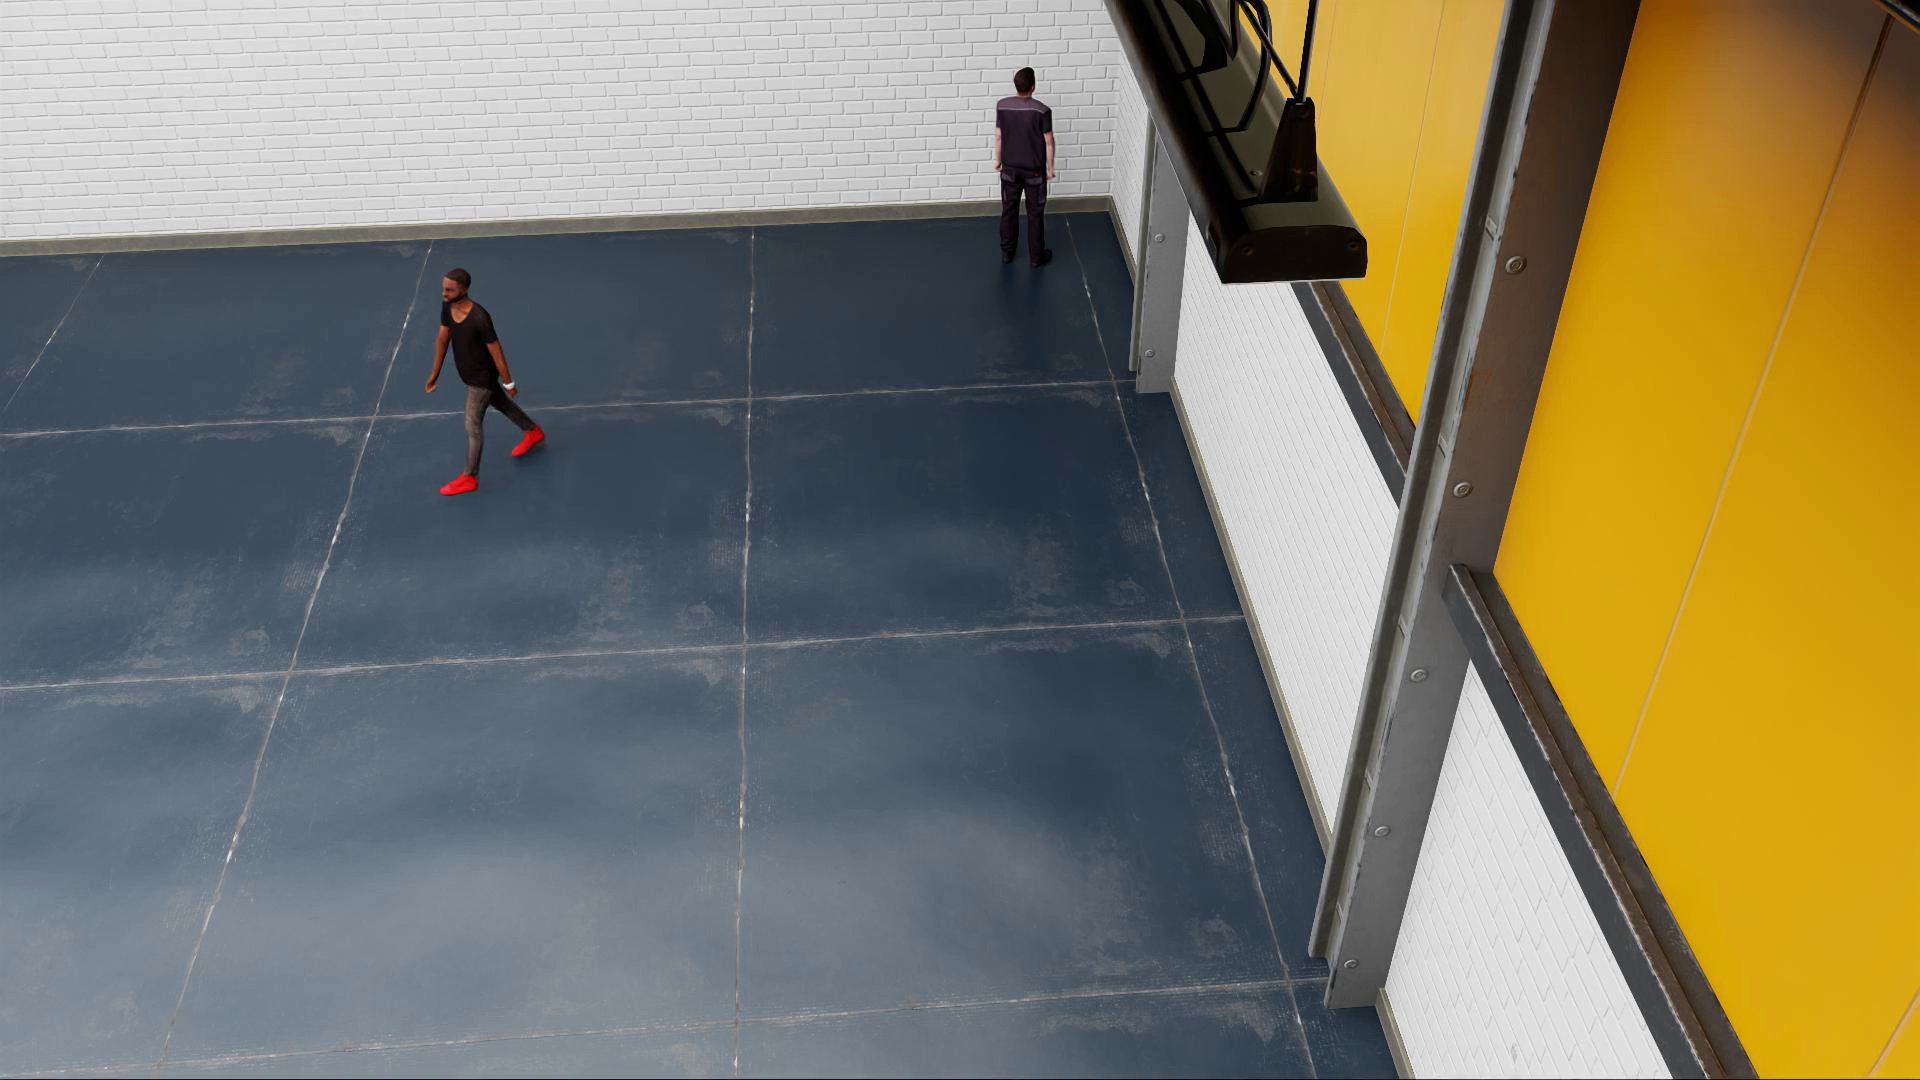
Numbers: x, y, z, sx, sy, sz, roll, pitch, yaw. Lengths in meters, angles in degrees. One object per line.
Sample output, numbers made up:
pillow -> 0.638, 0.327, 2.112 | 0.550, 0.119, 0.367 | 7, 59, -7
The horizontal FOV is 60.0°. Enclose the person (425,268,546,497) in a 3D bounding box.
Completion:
person -> -3.466, -1.246, 12.269 | 1.212, 1.756, 1.218 | -32, 48, -33

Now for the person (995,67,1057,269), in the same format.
person -> 0.568, -3.309, 14.780 | 0.804, 1.844, 0.775 | 15, 41, 18
